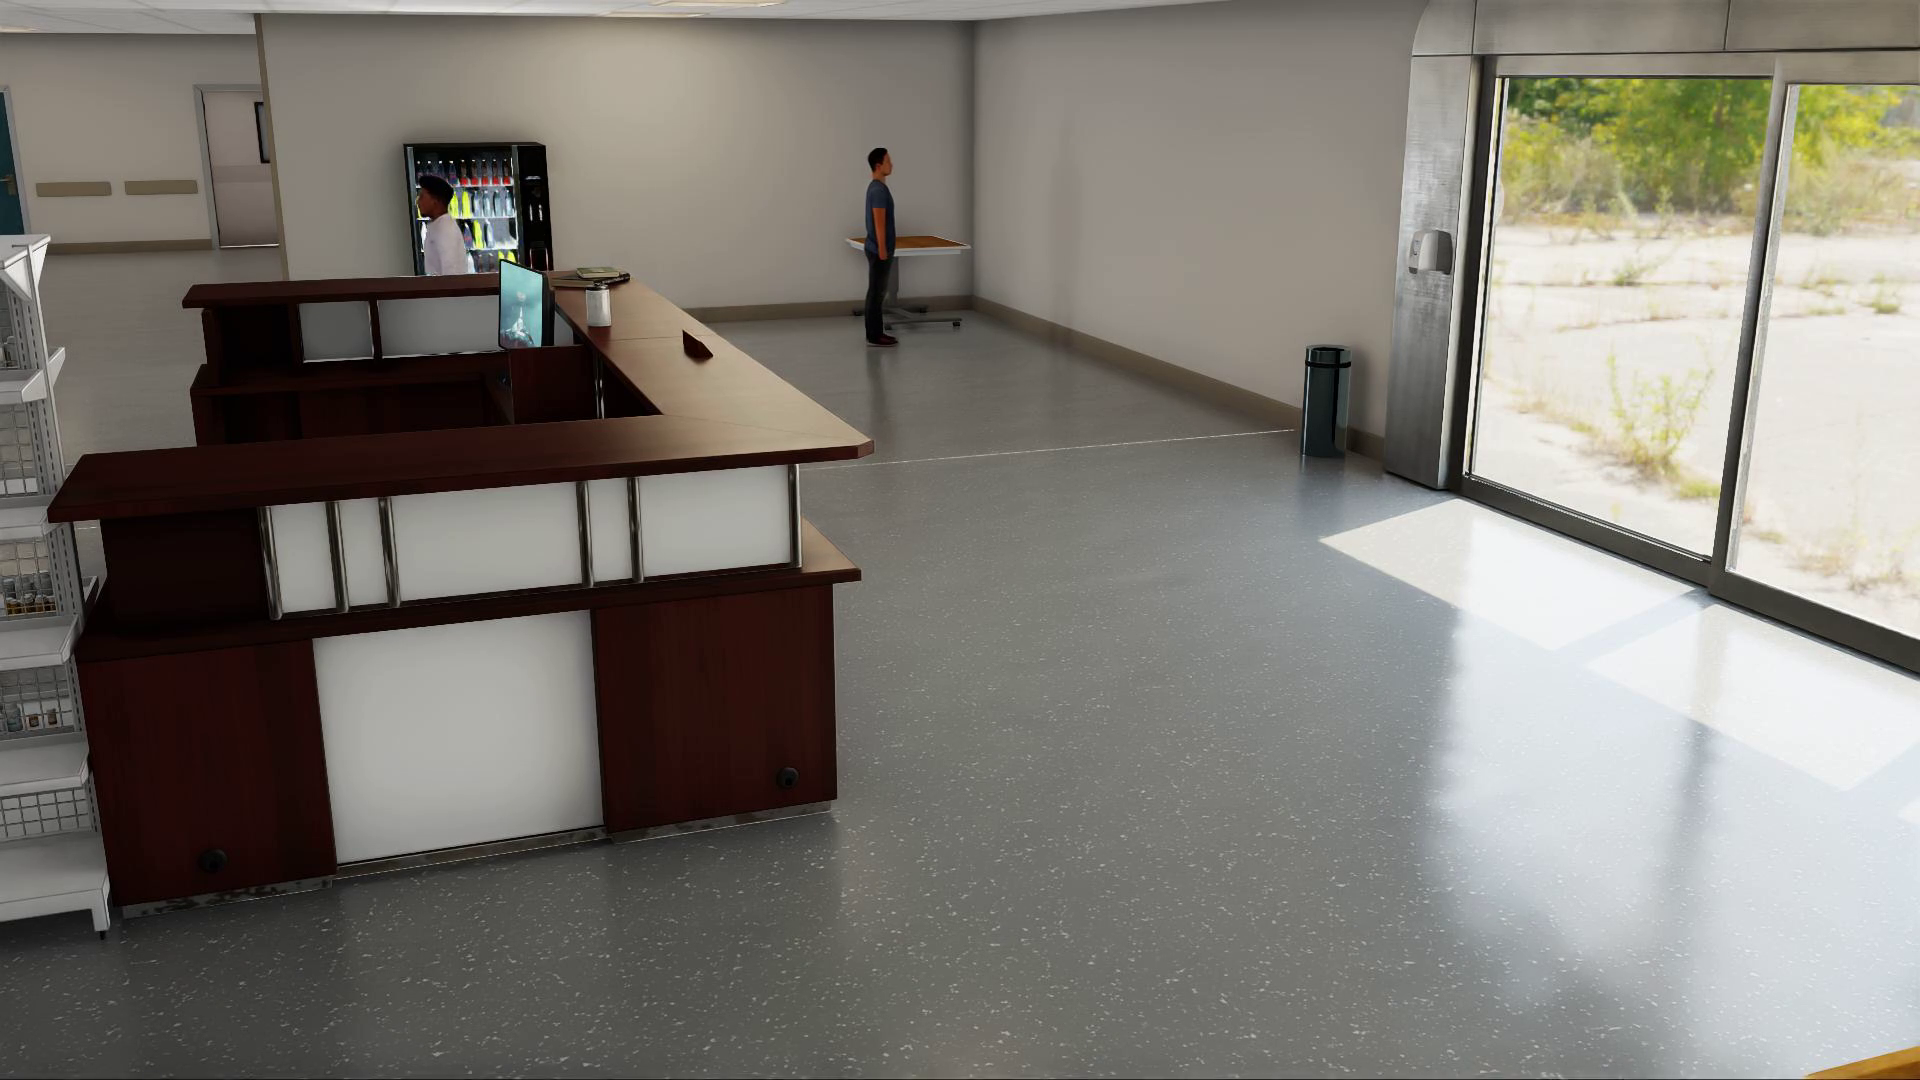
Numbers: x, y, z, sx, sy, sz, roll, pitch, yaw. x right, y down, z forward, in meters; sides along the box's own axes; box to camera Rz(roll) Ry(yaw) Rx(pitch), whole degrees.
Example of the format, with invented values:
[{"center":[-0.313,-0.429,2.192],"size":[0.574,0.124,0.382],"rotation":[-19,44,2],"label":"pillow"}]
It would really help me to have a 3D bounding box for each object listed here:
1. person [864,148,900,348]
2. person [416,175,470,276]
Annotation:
[{"center":[-0.756,-2.728,15.490],"size":[0.648,1.810,0.705],"rotation":[-1,16,-3],"label":"person"},{"center":[-3.470,-1.630,11.637],"size":[1.040,1.789,0.709],"rotation":[-4,16,-14],"label":"person"}]
